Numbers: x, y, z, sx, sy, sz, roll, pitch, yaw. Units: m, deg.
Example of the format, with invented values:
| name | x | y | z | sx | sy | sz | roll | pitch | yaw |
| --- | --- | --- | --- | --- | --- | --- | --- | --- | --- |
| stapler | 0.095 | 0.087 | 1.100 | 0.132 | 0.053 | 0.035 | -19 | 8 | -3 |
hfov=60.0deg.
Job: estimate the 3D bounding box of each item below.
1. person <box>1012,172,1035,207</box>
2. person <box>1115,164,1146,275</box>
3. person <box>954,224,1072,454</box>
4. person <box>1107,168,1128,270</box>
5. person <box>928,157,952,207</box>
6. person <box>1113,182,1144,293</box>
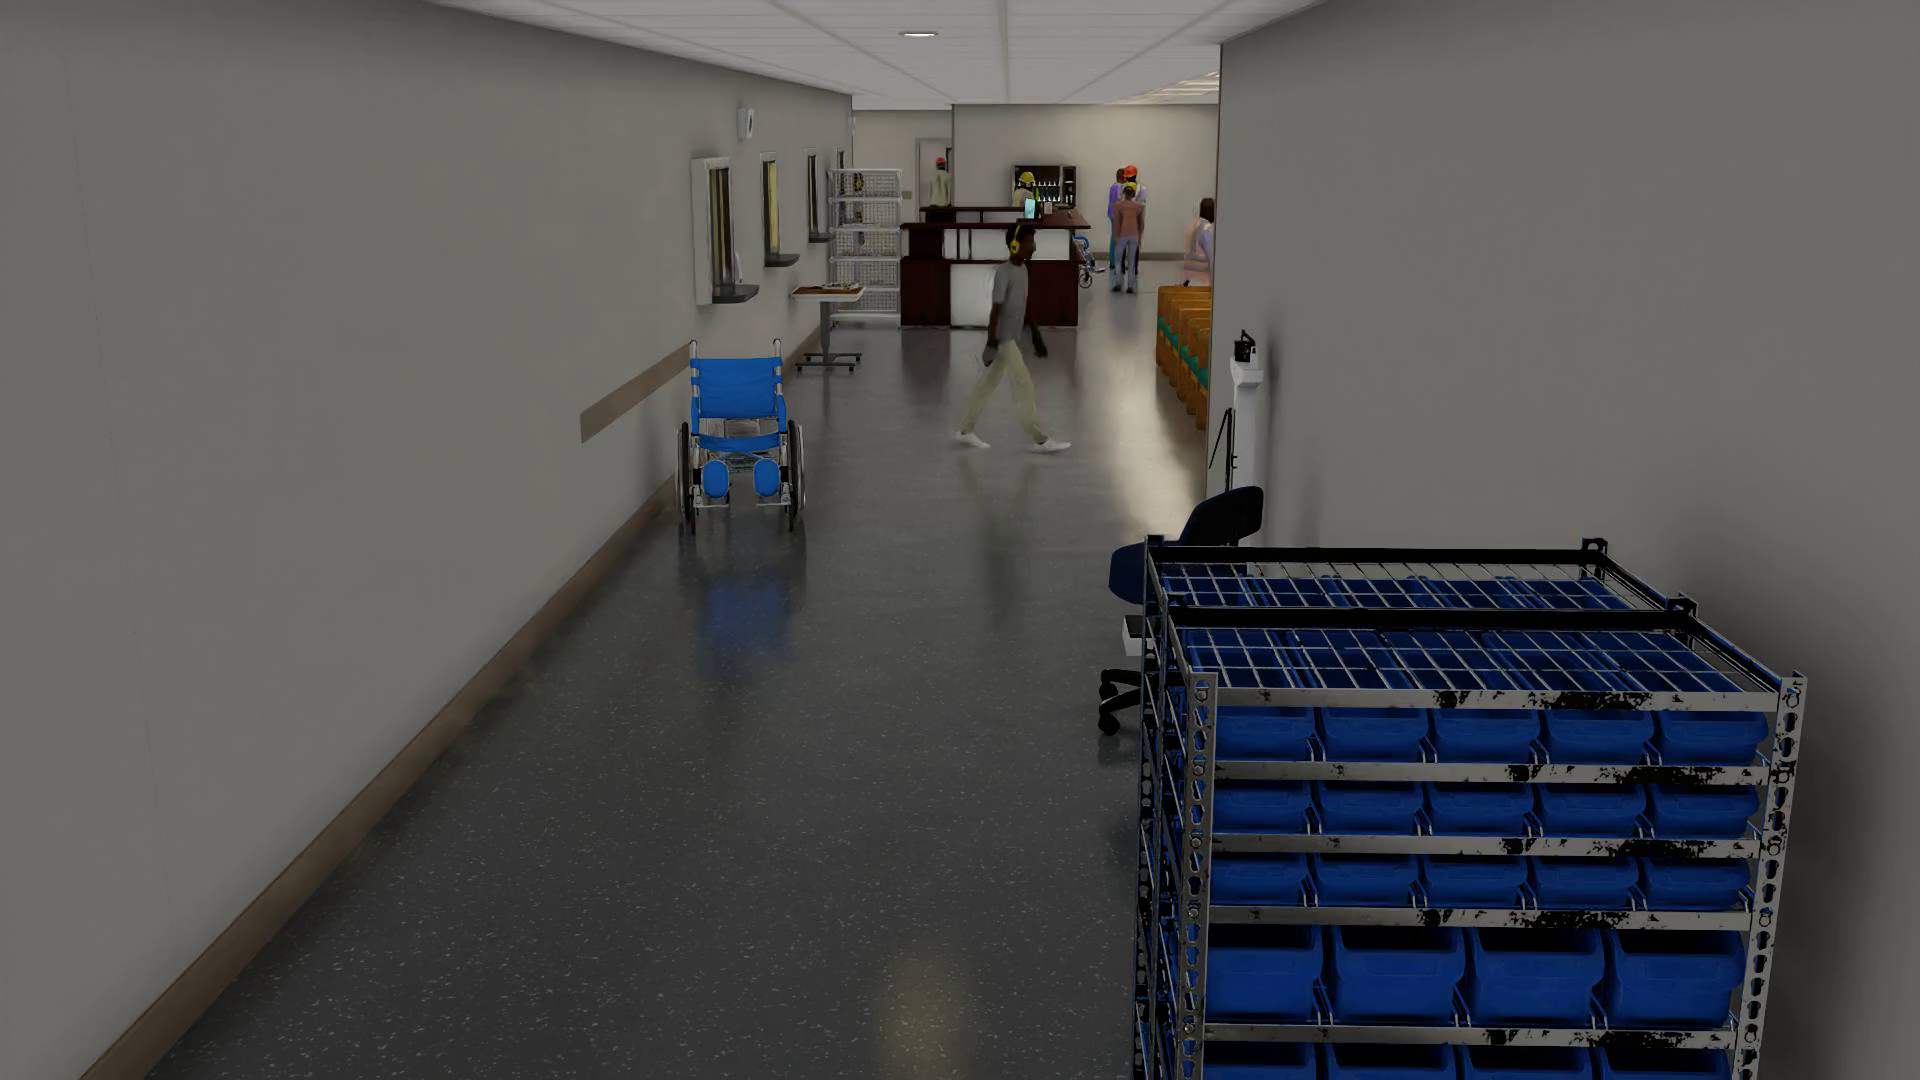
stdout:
| name | x | y | z | sx | sy | sz | roll | pitch | yaw |
| --- | --- | --- | --- | --- | --- | --- | --- | --- | --- |
| person | 1.120 | -5.410 | 28.641 | 0.403 | 1.824 | 0.595 | -7 | 15 | -26 |
| person | 3.010 | -5.663 | 29.444 | 0.543 | 1.927 | 0.373 | 6 | 15 | 23 |
| person | 0.384 | -1.586 | 13.151 | 0.987 | 1.813 | 0.492 | 3 | 14 | 13 |
| person | 2.913 | -5.897 | 30.579 | 0.389 | 1.839 | 0.563 | -5 | 15 | -18 |
| person | -0.404 | -7.251 | 35.848 | 0.639 | 1.936 | 0.916 | 6 | 15 | 21 |
| person | 2.651 | -4.751 | 26.152 | 0.540 | 1.726 | 0.541 | -2 | 14 | -9 |
